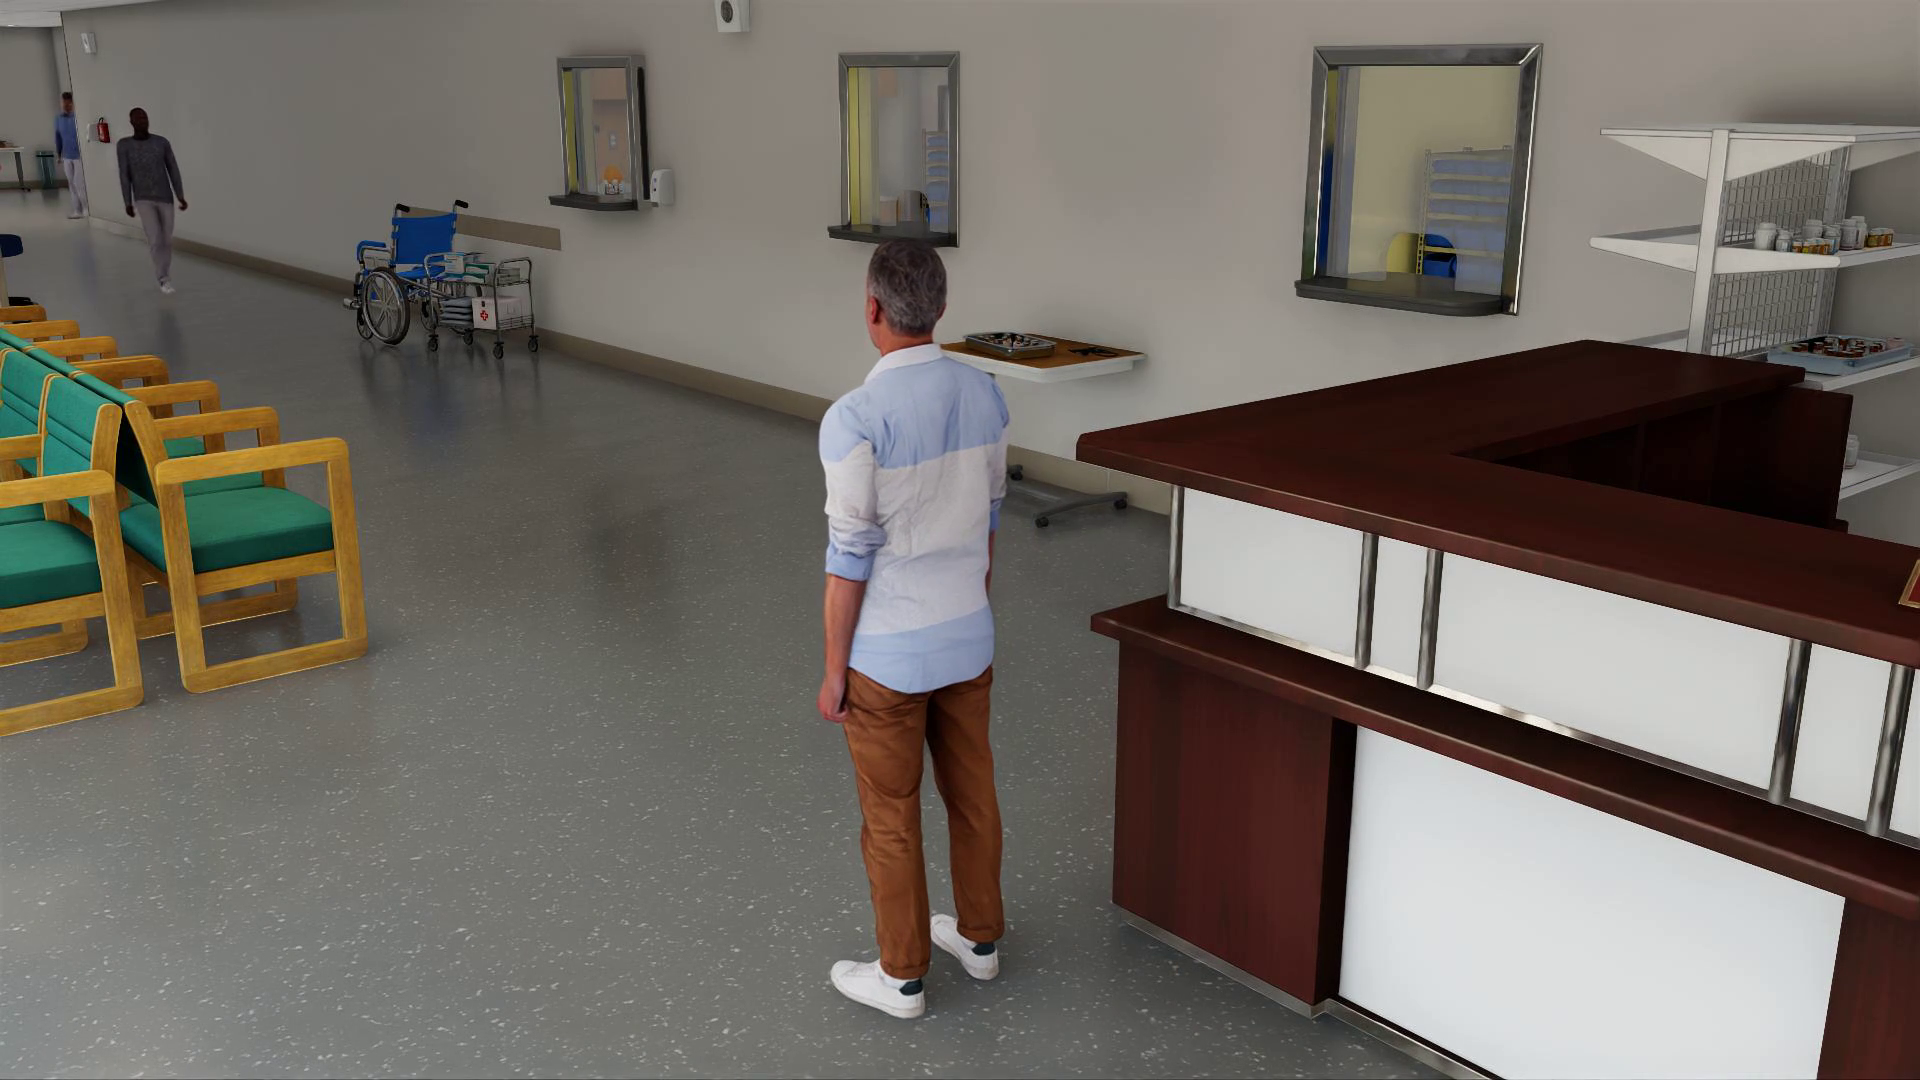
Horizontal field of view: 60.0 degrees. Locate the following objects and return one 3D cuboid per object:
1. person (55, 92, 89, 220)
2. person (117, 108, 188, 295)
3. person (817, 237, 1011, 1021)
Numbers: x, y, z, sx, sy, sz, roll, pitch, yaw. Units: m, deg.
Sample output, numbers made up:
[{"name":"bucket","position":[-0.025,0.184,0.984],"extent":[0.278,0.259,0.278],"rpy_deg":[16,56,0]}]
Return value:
[{"name":"person","position":[-13.365,-5.826,25.232],"extent":[0.825,1.877,0.862],"rpy_deg":[4,16,13]},{"name":"person","position":[-8.114,-3.397,16.734],"extent":[1.127,1.813,0.817],"rpy_deg":[-11,19,-35]},{"name":"person","position":[-0.101,0.219,3.885],"extent":[0.483,1.825,0.747],"rpy_deg":[-14,21,-40]}]
